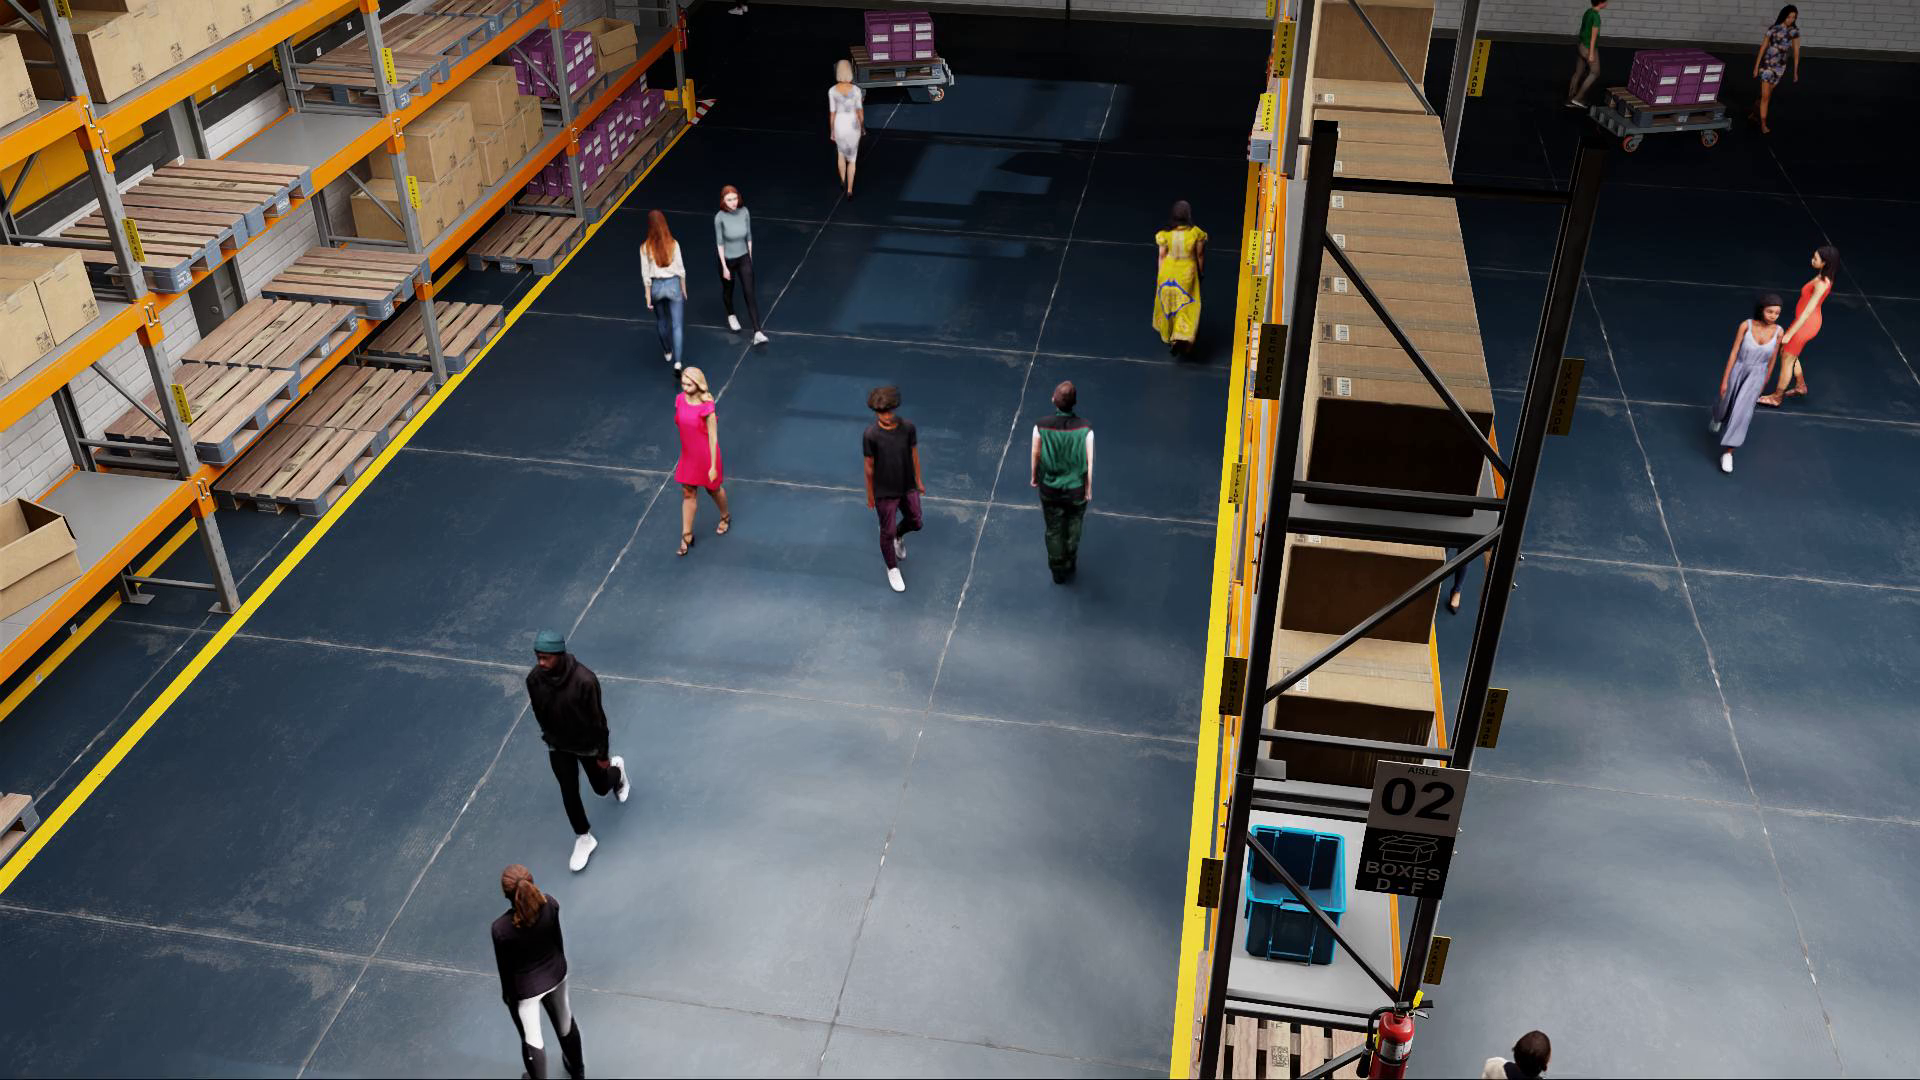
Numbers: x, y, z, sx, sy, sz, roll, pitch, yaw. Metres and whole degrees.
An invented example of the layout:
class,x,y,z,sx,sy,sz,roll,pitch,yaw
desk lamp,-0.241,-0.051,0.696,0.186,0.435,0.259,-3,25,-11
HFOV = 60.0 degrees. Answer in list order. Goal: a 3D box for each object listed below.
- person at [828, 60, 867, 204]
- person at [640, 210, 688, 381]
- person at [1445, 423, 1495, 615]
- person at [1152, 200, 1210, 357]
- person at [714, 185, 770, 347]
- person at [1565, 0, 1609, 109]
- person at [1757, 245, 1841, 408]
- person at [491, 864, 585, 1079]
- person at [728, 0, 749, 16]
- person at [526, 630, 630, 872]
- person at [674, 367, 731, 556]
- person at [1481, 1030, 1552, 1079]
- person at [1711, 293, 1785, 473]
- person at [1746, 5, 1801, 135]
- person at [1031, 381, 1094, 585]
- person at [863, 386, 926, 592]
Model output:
class,x,y,z,sx,sy,sz,roll,pitch,yaw
person,-1.392,-4.997,20.464,0.623,1.729,0.786,3,34,5
person,-2.938,-2.441,16.639,0.803,1.705,1.143,-4,34,-6
person,3.980,-0.206,13.195,0.619,1.796,0.539,11,35,16
person,2.244,-2.646,17.010,0.767,1.637,1.086,8,34,11
person,-2.388,-2.891,17.332,1.036,1.688,1.190,-17,37,-24
person,8.741,-6.891,23.387,0.723,1.646,0.588,-1,34,-2
person,8.177,-2.019,16.000,0.730,1.711,0.698,16,37,22
person,-2.353,2.465,9.237,0.627,1.728,0.703,-29,43,-36
person,-3.681,-9.524,27.264,0.714,1.740,0.580,19,38,26
person,-2.497,1.285,10.957,0.697,1.790,1.033,4,34,7
person,-2.137,-0.726,14.069,0.778,1.695,0.956,19,38,26
person,2.816,3.074,8.571,0.655,1.452,0.676,28,43,35
person,7.192,-1.511,15.271,0.684,1.671,1.080,12,35,17
person,11.037,-6.432,22.657,0.750,1.692,1.119,-2,34,-3
person,0.831,-0.422,13.486,0.677,1.833,0.670,3,34,5
person,-0.558,-0.483,13.641,0.886,1.764,0.980,-15,37,-22
